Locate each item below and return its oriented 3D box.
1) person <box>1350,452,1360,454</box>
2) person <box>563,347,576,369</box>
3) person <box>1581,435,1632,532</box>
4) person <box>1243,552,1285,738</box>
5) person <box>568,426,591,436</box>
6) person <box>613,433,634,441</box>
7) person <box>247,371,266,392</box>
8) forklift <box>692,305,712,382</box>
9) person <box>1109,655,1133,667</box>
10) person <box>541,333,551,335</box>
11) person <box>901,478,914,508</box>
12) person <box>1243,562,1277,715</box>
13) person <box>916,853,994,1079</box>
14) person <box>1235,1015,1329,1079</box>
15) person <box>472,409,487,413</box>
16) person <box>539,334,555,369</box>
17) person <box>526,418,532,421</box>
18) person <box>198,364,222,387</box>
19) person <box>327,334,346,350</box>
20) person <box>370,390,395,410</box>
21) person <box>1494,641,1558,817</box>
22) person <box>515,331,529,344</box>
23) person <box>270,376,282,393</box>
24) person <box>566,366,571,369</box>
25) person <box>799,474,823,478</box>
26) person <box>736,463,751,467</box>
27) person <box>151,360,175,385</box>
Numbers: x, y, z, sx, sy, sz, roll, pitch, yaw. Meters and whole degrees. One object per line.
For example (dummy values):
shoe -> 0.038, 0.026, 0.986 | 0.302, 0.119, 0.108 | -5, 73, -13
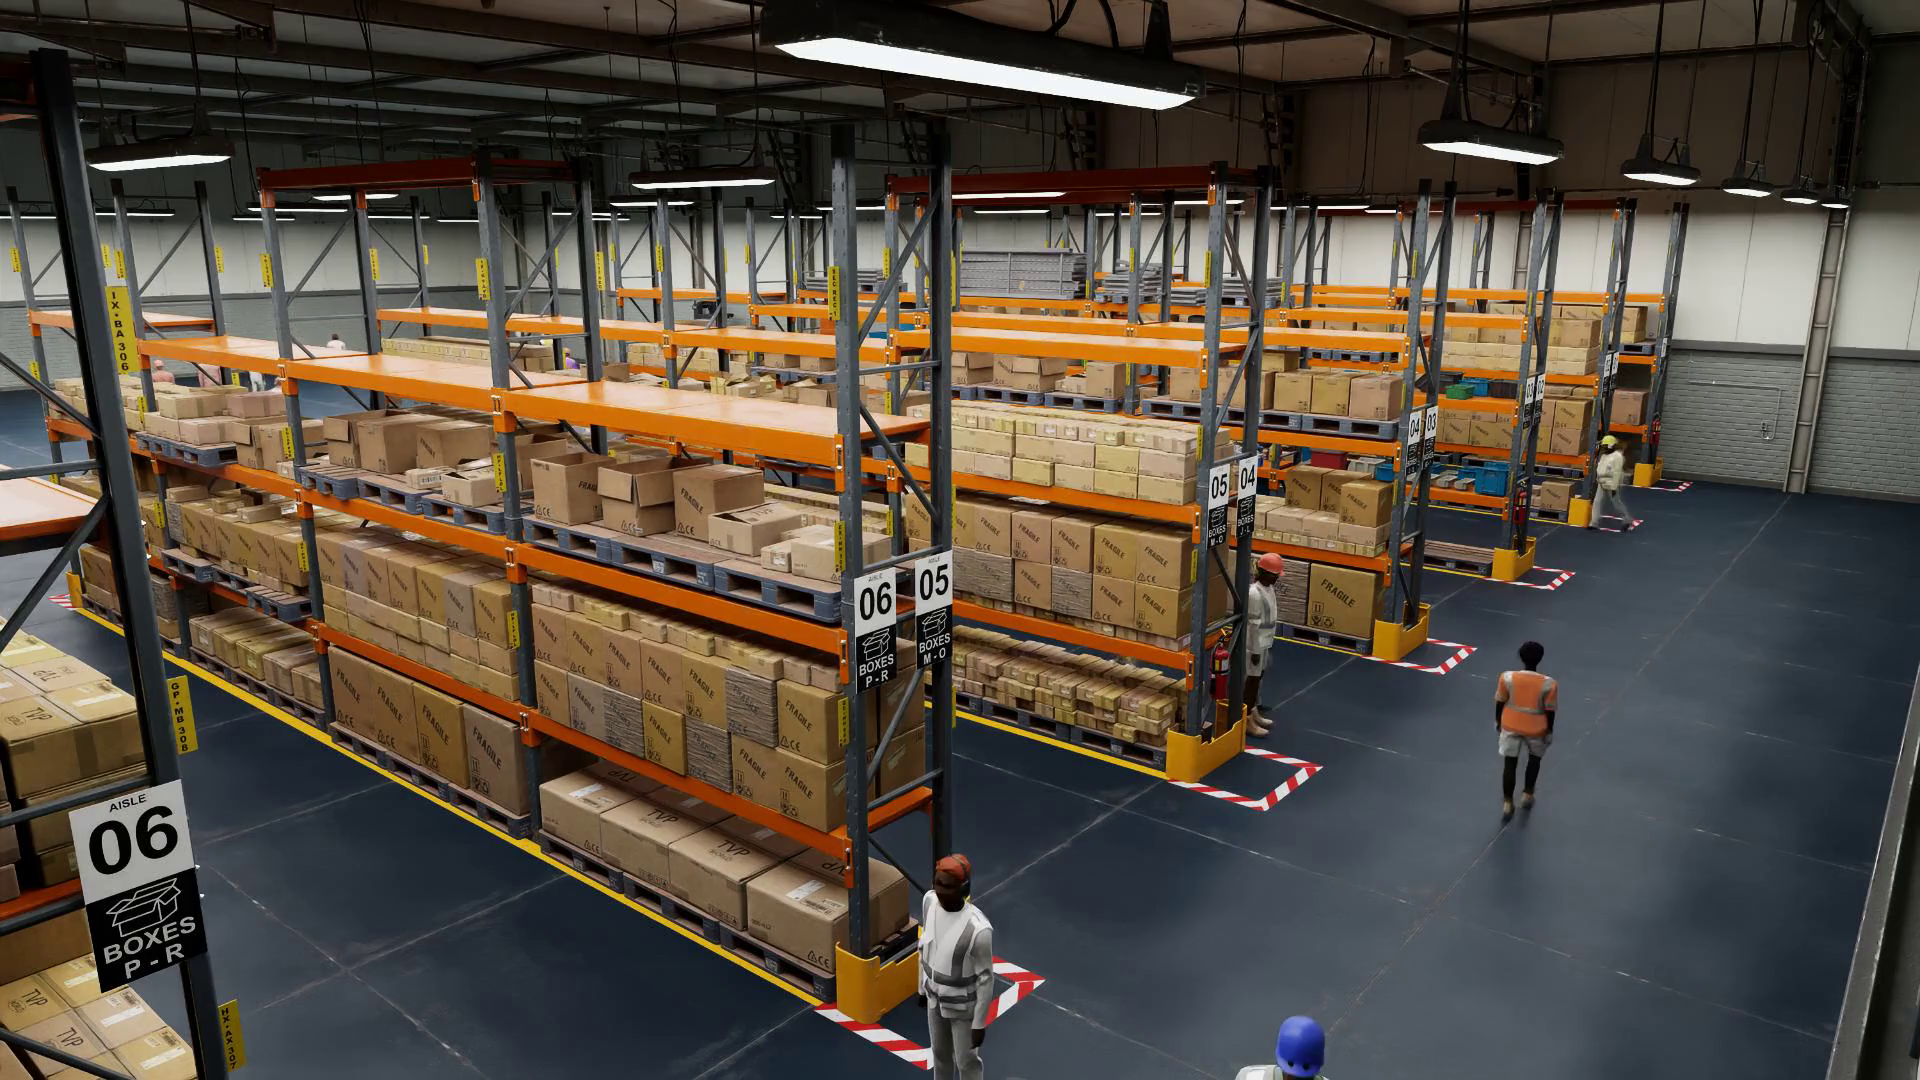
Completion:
person -> 9.195, -2.620, 29.366 | 0.372, 1.940, 0.630 | 10, 17, 35
person -> -12.300, -5.063, 39.450 | 0.579, 1.917, 0.535 | -9, 16, -33
person -> 12.018, -1.032, 23.177 | 0.885, 1.788, 0.622 | -1, 14, -5
person -> 3.308, 1.123, 13.773 | 0.394, 2.034, 0.605 | 6, 15, 25
person -> -7.880, -1.812, 26.358 | 0.621, 1.779, 0.916 | 0, 14, -1
person -> -8.423, -3.176, 31.762 | 0.709, 1.885, 0.654 | -7, 15, -26
person -> -21.908, -4.977, 39.286 | 0.557, 1.825, 0.933 | -3, 14, -11
forklift -> -9.511, -7.392, 47.124 | 1.873, 2.768, 1.129 | 11, 17, 38
person -> 1.992, 0.839, 15.847 | 0.412, 1.596, 0.606 | 0, 14, 2
person -> -16.639, -7.845, 50.887 | 0.750, 1.926, 0.628 | 8, 16, 31
person -> -0.788, -0.204, 19.609 | 0.894, 1.855, 0.566 | 10, 17, 34
person -> 3.396, 1.093, 14.342 | 0.408, 1.816, 0.607 | 3, 14, 12
person -> -0.052, 2.733, 7.458 | 0.350, 1.884, 0.583 | -12, 18, -41
person -> 1.526, 3.084, 5.883 | 0.605, 1.949, 0.383 | 4, 14, 18
person -> -11.205, -2.577, 29.223 | 0.586, 1.921, 0.474 | -13, 19, -43
person -> -15.344, -6.859, 47.006 | 0.633, 1.842, 0.429 | -6, 15, -23
person -> -11.708, -3.590, 33.626 | 0.993, 1.823, 0.482 | 8, 16, 29
person -> -22.538, -4.678, 37.916 | 0.639, 1.902, 0.406 | -10, 17, -37
person -> -22.933, -6.681, 46.374 | 0.636, 1.808, 0.941 | -11, 17, -37
person -> -14.773, -3.336, 32.297 | 0.625, 1.949, 1.018 | -8, 16, -31
person -> 5.346, 1.750, 11.918 | 0.552, 1.668, 0.699 | 8, 16, 31
person -> -18.174, -8.137, 52.287 | 0.506, 1.828, 0.491 | -8, 16, -30
person -> -17.042, -3.171, 31.721 | 0.642, 1.894, 0.648 | -3, 14, -11
person -> -11.419, -4.275, 36.794 | 0.311, 1.642, 0.512 | -7, 15, -25
person -> -3.349, -2.398, 28.330 | 0.692, 2.000, 1.009 | -12, 18, -42
person -> -5.169, -2.772, 29.768 | 0.608, 2.048, 0.365 | 13, 19, 42
person -> -22.164, -4.026, 35.046 | 0.641, 1.988, 0.464 | -11, 18, -39
